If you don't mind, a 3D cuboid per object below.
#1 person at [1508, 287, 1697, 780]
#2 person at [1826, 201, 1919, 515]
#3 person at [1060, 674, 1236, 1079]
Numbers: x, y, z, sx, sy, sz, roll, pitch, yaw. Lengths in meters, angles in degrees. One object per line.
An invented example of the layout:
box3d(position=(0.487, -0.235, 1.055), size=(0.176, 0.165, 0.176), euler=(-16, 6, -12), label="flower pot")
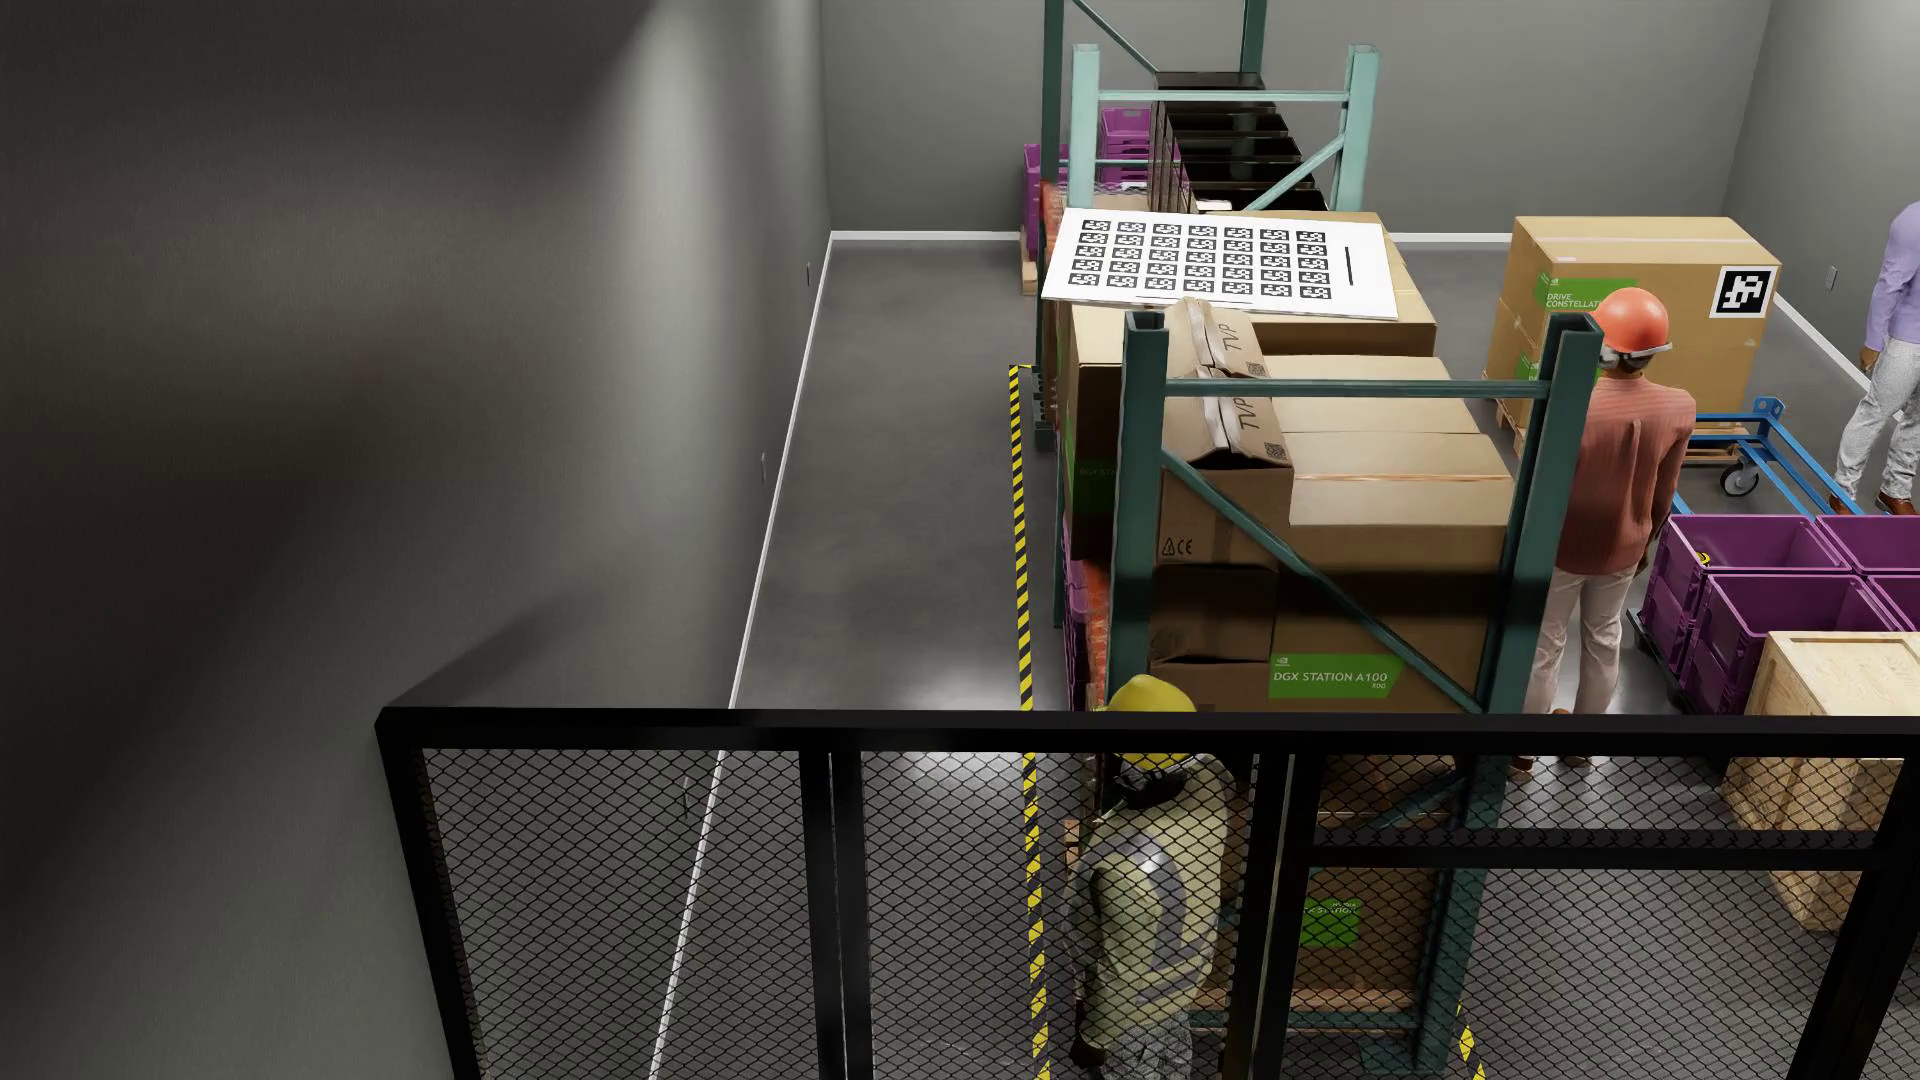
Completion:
box3d(position=(2.306, 0.009, 6.144), size=(0.608, 1.997, 0.375), euler=(-7, 32, -12), label="person")
box3d(position=(4.532, -0.939, 7.774), size=(0.635, 1.937, 0.354), euler=(-1, 31, -2), label="person")
box3d(position=(0.466, 1.127, 4.443), size=(0.403, 1.835, 0.587), euler=(17, 35, 26), label="person")
